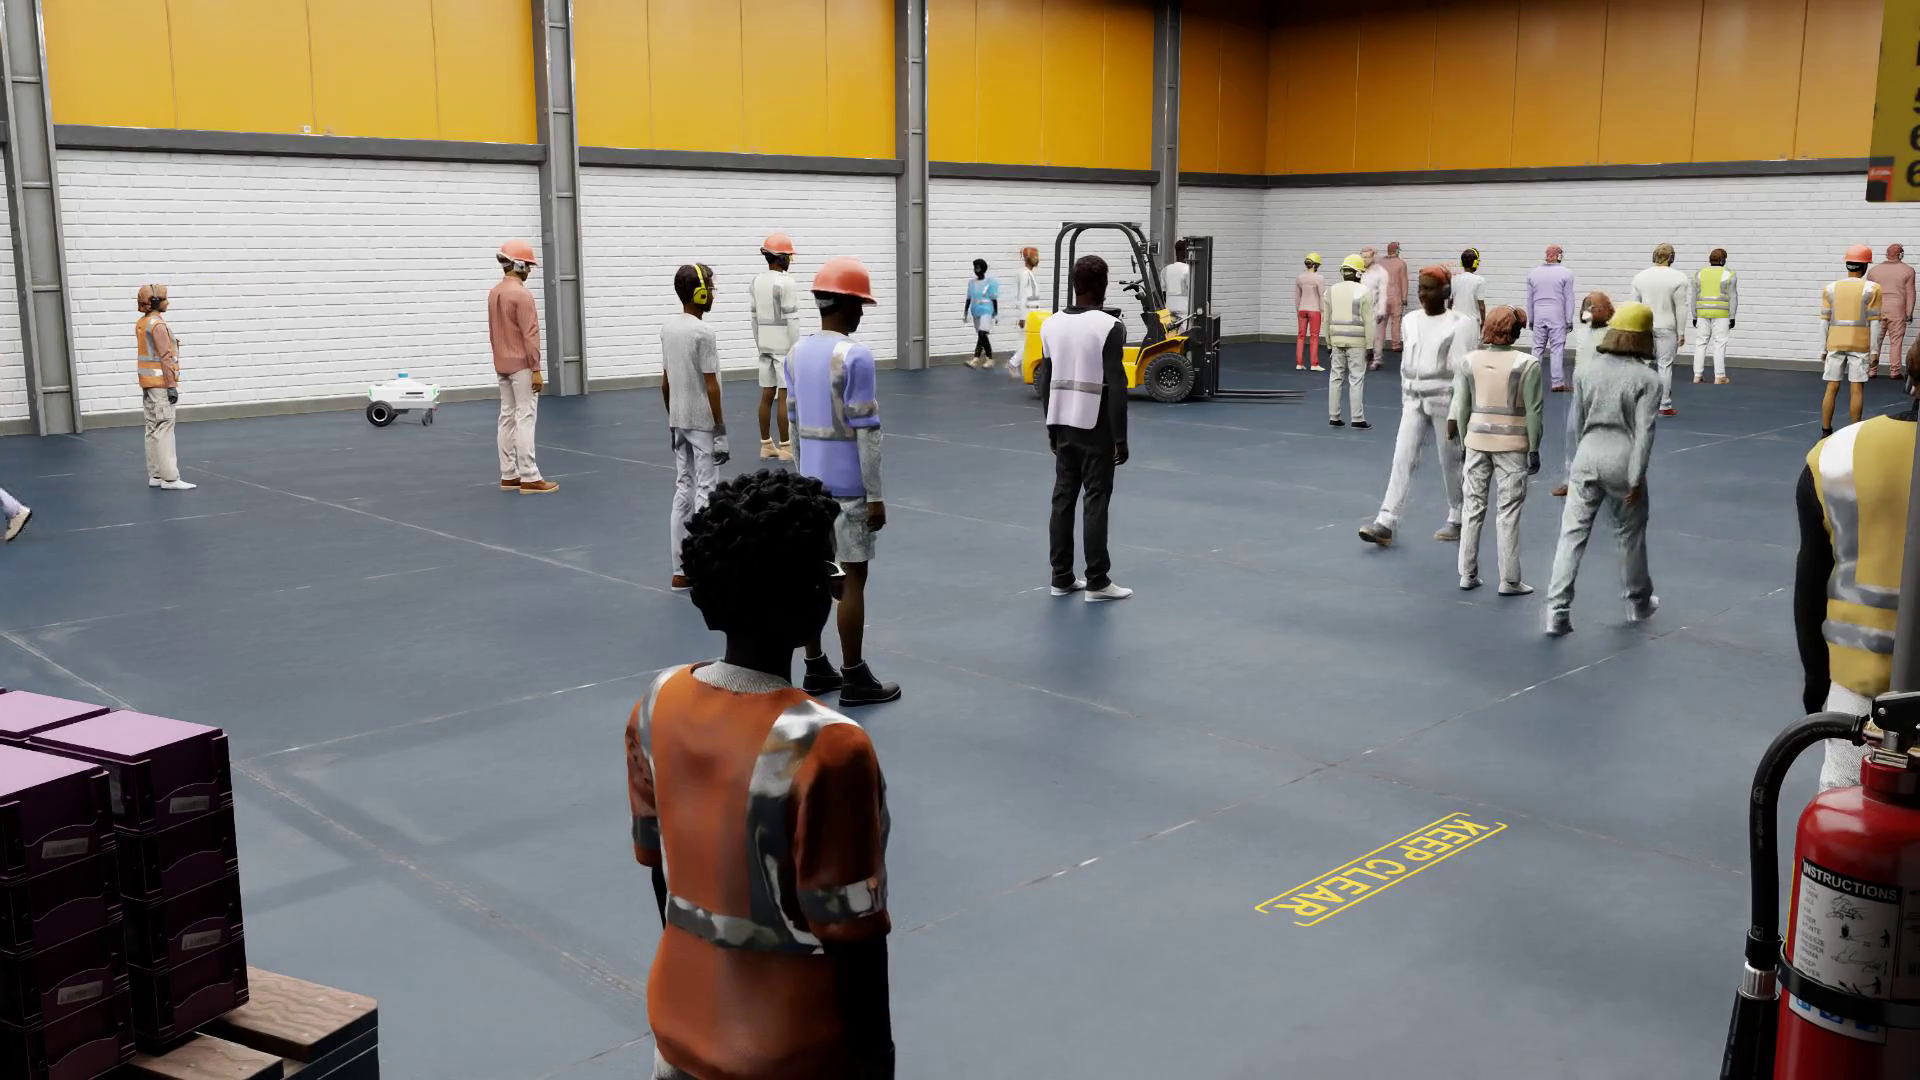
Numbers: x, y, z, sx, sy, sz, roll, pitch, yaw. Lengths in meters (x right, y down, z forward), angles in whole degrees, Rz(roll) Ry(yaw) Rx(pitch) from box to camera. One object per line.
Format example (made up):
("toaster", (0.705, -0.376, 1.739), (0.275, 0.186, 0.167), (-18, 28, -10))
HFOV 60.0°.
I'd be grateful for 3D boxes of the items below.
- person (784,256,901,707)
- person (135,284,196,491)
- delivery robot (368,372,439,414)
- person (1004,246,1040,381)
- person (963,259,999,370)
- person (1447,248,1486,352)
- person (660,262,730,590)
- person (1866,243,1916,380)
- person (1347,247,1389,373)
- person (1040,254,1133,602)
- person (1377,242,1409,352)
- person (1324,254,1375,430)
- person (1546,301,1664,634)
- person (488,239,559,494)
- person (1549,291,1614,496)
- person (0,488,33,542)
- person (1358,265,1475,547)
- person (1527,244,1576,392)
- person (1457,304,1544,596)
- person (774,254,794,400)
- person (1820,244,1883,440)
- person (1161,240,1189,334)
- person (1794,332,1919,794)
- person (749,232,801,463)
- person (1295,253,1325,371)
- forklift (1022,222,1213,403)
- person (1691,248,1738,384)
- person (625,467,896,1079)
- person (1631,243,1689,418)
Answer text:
("person", (-0.509, -0.248, 7.192), (0.363, 1.933, 0.543), (-10, 14, -44))
("person", (-6.375, -1.212, 13.253), (0.308, 1.638, 0.511), (-10, 14, -44))
("delivery robot", (-5.960, -1.558, 17.838), (0.707, 0.478, 0.477), (-2, 11, -13))
("person", (0.935, -3.112, 22.995), (0.448, 1.872, 0.580), (1, 10, 7))
("person", (0.264, -3.379, 24.995), (0.553, 1.650, 0.846), (9, 14, 40))
("person", (5.982, -2.494, 19.608), (0.329, 1.872, 0.508), (-10, 14, -44))
("person", (-1.472, -0.620, 9.391), (0.329, 1.872, 0.508), (-10, 14, -44))
("person", (13.099, -3.211, 23.420), (0.409, 1.908, 0.641), (-10, 14, -44))
("person", (6.031, -3.407, 24.661), (0.654, 1.857, 1.024), (8, 13, 37))
("person", (0.689, -0.614, 9.235), (0.392, 1.916, 0.592), (-10, 14, -44))
("person", (7.494, -4.205, 28.840), (0.409, 1.909, 0.641), (-10, 14, -44))
("person", (4.074, -2.057, 17.342), (0.404, 1.828, 0.587), (-10, 14, -44))
("person", (3.323, -0.366, 8.501), (0.494, 1.689, 0.931), (10, 14, 42))
("person", (-3.467, -1.359, 13.094), (0.384, 1.991, 0.609), (-10, 14, -44))
("person", (5.016, -1.134, 12.945), (0.778, 1.604, 0.510), (-4, 11, -22))
("person", (-6.563, -0.811, 10.803), (0.802, 1.737, 0.532), (-5, 12, -26))
("person", (3.044, -0.861, 10.814), (1.002, 1.827, 0.605), (-8, 13, -36))
("person", (7.667, -2.869, 21.563), (0.410, 1.905, 0.641), (-10, 14, -44))
("person", (3.033, -0.503, 9.380), (0.308, 1.641, 0.511), (-10, 14, -44))
("person", (-2.182, -2.652, 20.330), (0.371, 1.923, 0.586), (-10, 14, -44))
("person", (8.513, -1.850, 15.912), (0.356, 1.939, 0.543), (-10, 14, -44))
("person", (3.078, -3.204, 23.229), (0.368, 1.963, 0.603), (-10, 14, -44))
("person", (2.393, 0.361, 4.123), (0.429, 1.844, 0.625), (-10, 14, -44))
("person", (-1.614, -1.711, 14.866), (0.372, 2.044, 0.607), (-10, 14, -44))
("person", (5.242, -3.400, 24.846), (0.317, 1.765, 0.522), (-10, 14, -44))
("forklift", (1.935, -2.847, 20.651), (2.313, 2.155, 1.214), (2, 11, 13))
("person", (10.322, -3.058, 22.765), (0.429, 1.844, 0.625), (-10, 14, -44))
("person", (-0.275, 0.738, 2.460), (0.318, 1.697, 0.533), (-10, 14, -44))
("person", (7.783, -2.329, 18.530), (0.373, 1.938, 0.630), (-10, 14, -44))
